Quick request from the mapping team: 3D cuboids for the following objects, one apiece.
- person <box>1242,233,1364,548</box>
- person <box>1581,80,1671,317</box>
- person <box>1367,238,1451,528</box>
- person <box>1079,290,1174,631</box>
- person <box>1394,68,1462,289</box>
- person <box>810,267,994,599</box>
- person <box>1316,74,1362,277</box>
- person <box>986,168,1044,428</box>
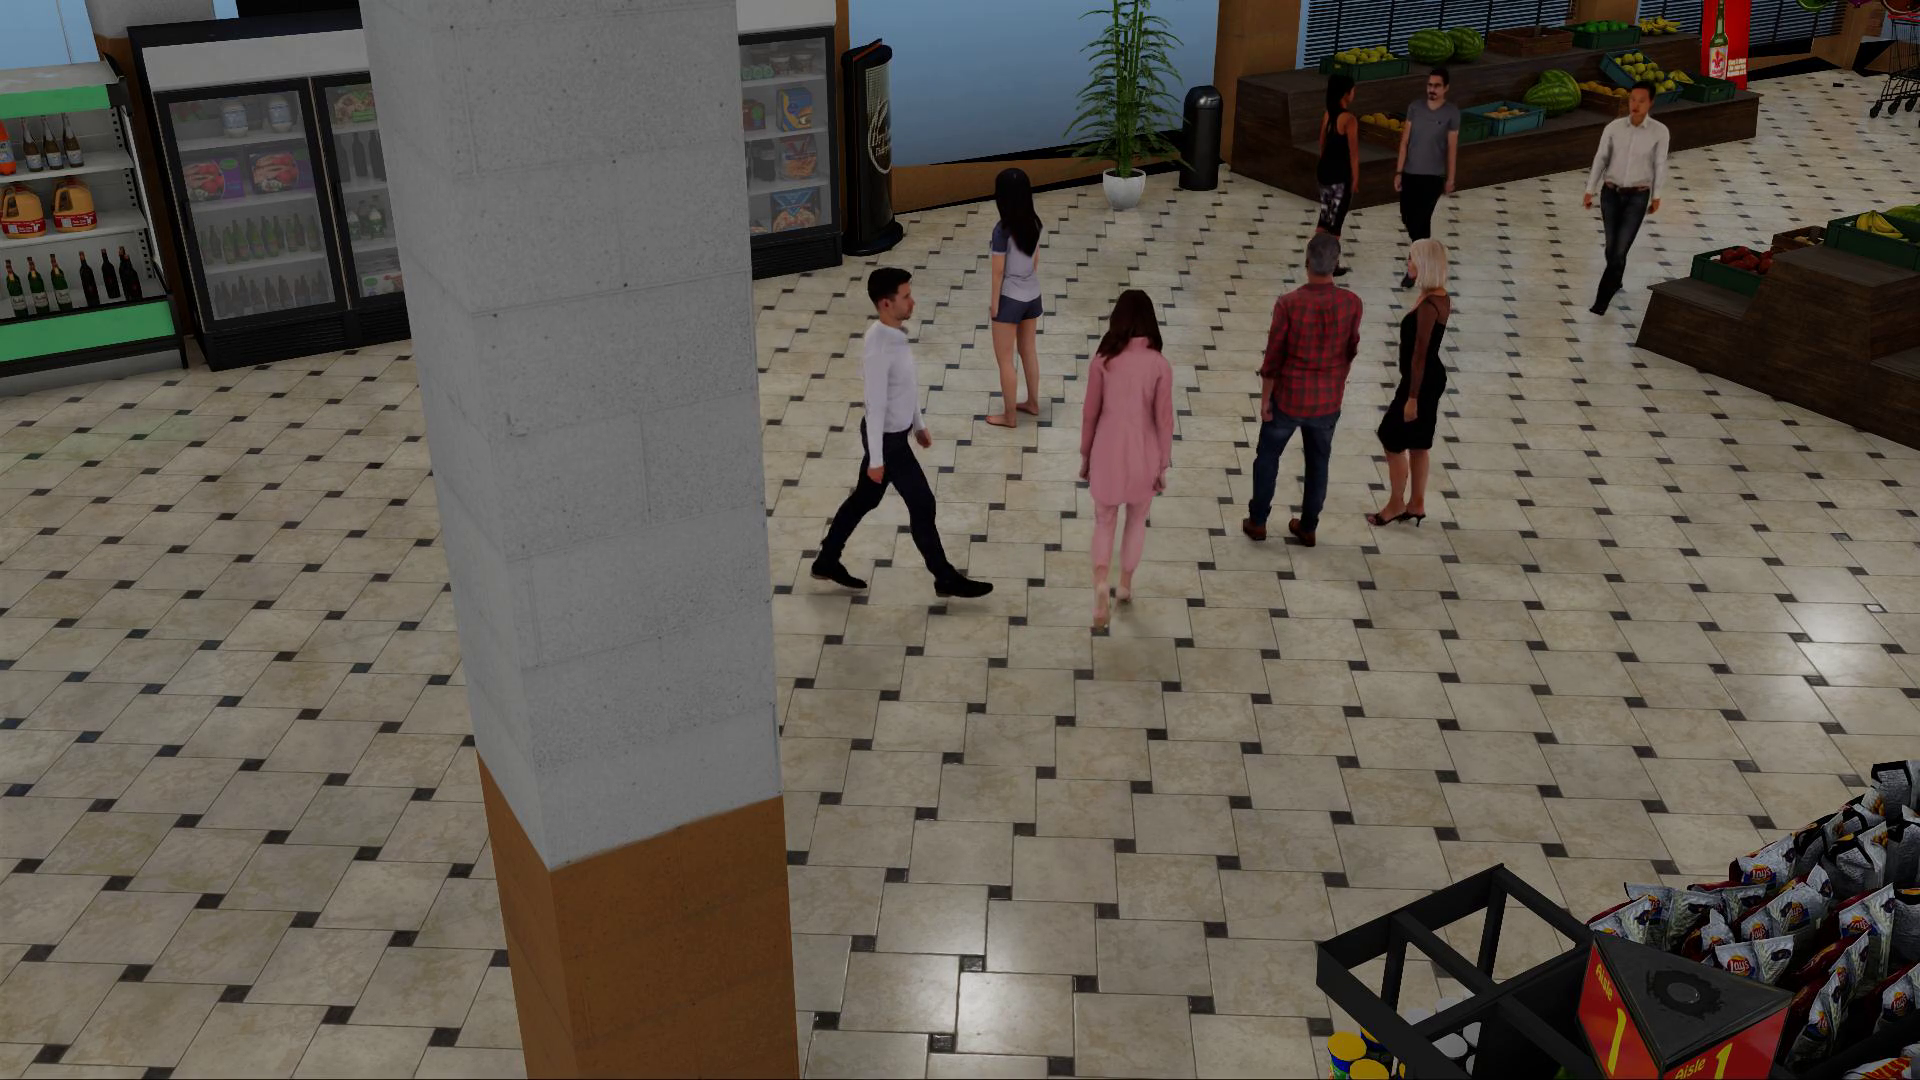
[{"bbox_3d":[1.961,-0.777,9.186,0.768,1.823,0.877,-2,27,-4],"label":"person"},{"bbox_3d":[5.205,-2.666,12.984,1.024,1.756,1.288,18,32,31],"label":"person"},{"bbox_3d":[2.642,-0.844,9.413,0.794,1.736,0.691,14,30,26],"label":"person"},{"bbox_3d":[0.821,-0.345,8.378,1.016,1.782,1.043,5,27,10],"label":"person"},{"bbox_3d":[3.835,-3.015,13.699,0.880,1.731,1.173,19,32,32],"label":"person"},{"bbox_3d":[-0.470,-0.522,8.673,1.300,1.831,1.115,3,27,5],"label":"person"},{"bbox_3d":[3.113,-3.037,13.816,0.559,1.666,0.585,-13,30,-24],"label":"person"},{"bbox_3d":[0.364,-1.592,10.923,0.712,1.704,0.575,20,33,33],"label":"person"}]
